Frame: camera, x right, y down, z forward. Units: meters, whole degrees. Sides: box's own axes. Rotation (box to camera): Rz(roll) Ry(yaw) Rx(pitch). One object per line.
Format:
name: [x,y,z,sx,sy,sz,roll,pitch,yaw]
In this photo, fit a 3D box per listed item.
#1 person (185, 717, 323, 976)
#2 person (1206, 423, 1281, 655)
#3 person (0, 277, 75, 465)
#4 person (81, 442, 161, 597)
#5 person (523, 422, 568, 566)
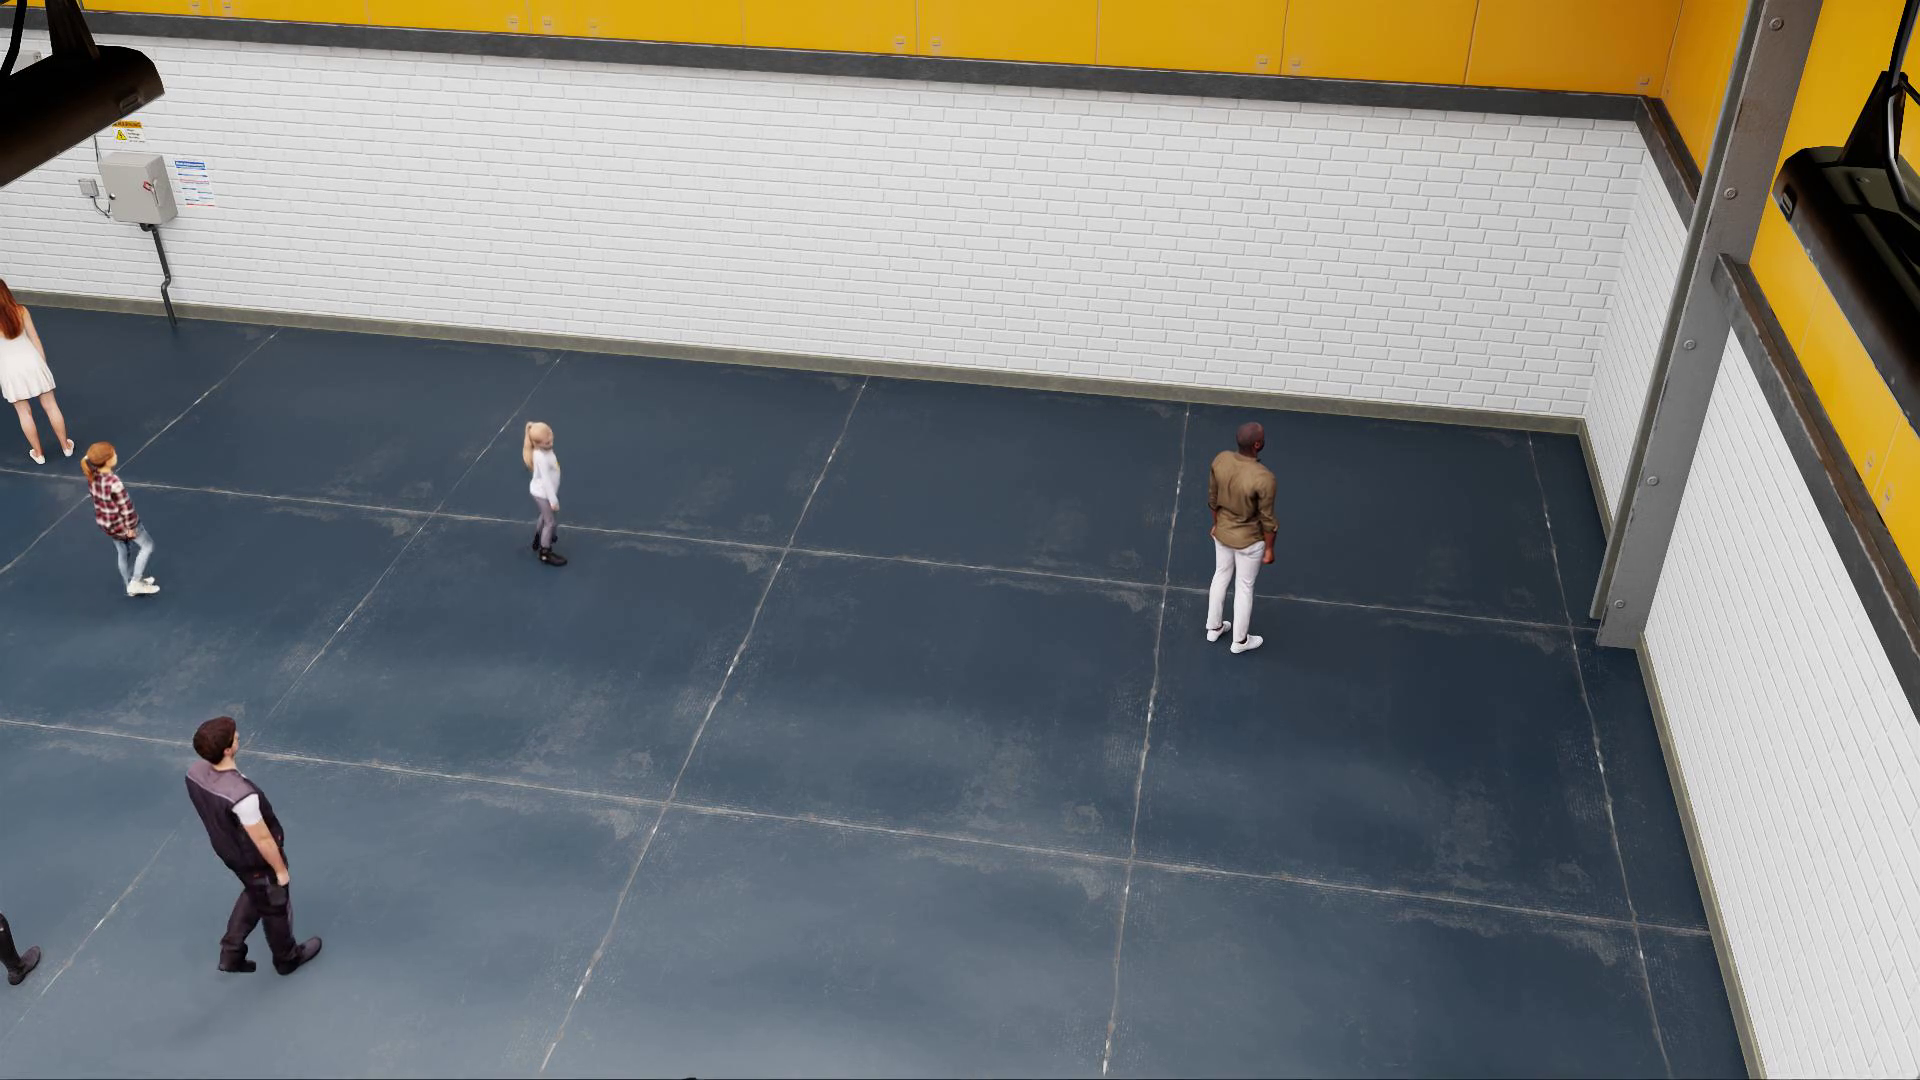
person: [-3.933,1.746,9.031,0.843,1.841,0.930,20,39,27]
person: [1.970,-0.021,11.702,0.811,1.825,0.800,-28,43,-35]
person: [-7.862,-1.443,13.944,0.644,1.712,0.704,-21,39,-29]
person: [-6.291,-0.121,12.329,0.598,1.298,0.599,18,38,25]
person: [-3.220,-0.367,12.739,0.752,1.254,0.623,-18,38,-25]
